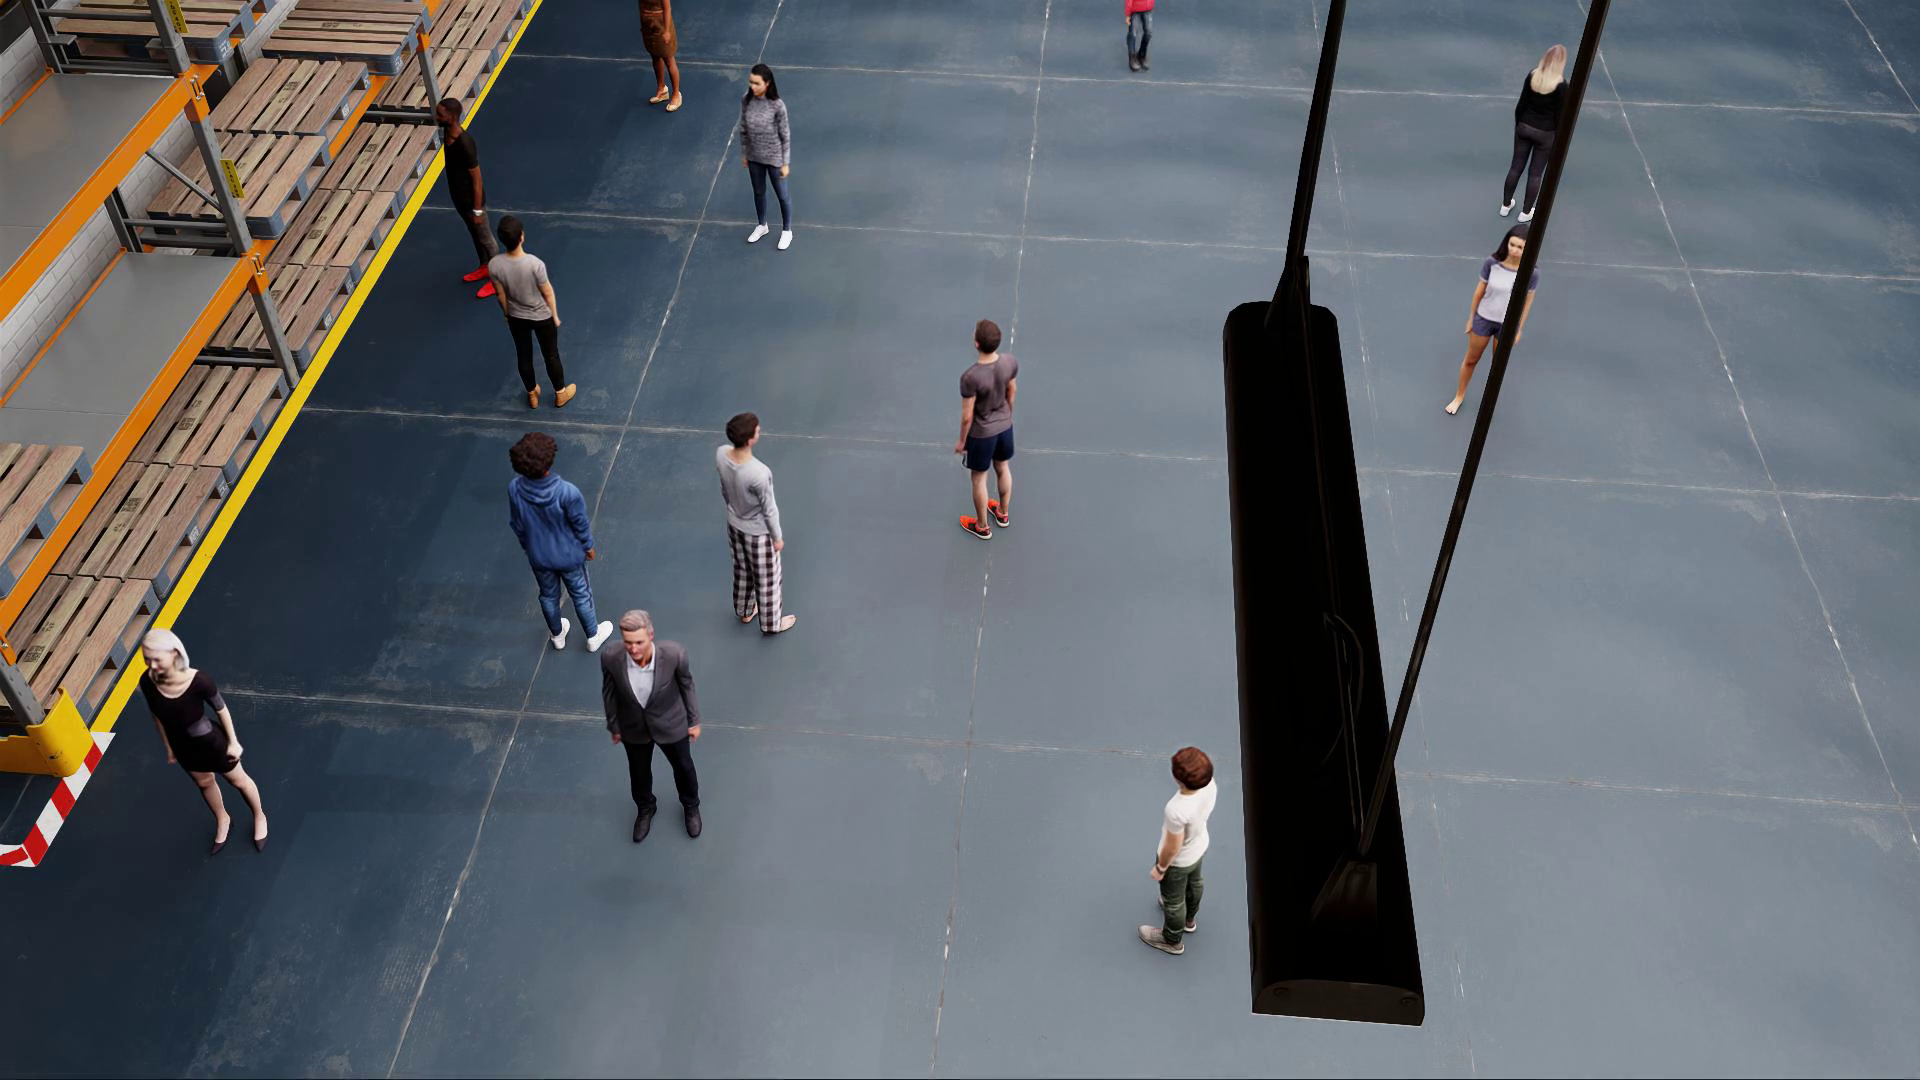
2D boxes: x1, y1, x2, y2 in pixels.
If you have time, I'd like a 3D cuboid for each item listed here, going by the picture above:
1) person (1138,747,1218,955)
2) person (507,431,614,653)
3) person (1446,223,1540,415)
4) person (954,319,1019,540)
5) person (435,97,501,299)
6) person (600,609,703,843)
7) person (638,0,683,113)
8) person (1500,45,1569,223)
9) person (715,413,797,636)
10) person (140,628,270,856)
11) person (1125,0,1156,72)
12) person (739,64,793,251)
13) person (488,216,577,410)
[{"bbox_3d":[1.251,1.736,9.316,0.727,1.654,0.635,29,51,27],"label":"person"},{"bbox_3d":[-2.677,0.033,10.991,0.676,1.809,0.548,5,44,5],"label":"person"},{"bbox_3d":[4.148,-1.688,12.853,0.643,1.734,0.614,16,46,16],"label":"person"},{"bbox_3d":[0.203,-0.781,11.814,0.726,1.853,0.773,-27,50,-25],"label":"person"},{"bbox_3d":[-4.155,-2.925,14.099,0.767,1.806,0.688,-26,50,-25],"label":"person"},{"bbox_3d":[-1.821,1.081,9.867,0.755,1.842,0.657,-3,44,-3],"label":"person"},{"bbox_3d":[-2.986,-5.062,16.427,0.645,1.689,0.679,32,52,29],"label":"person"},{"bbox_3d":[5.174,-3.652,14.949,0.691,1.686,0.728,33,53,30],"label":"person"},{"bbox_3d":[-1.390,-0.098,11.101,0.703,1.848,0.726,31,52,28],"label":"person"},{"bbox_3d":[-4.451,1.183,9.769,0.588,1.829,0.513,0,44,0],"label":"person"},{"bbox_3d":[1.828,-5.493,17.155,0.581,1.308,0.605,-11,45,-11],"label":"person"},{"bbox_3d":[-1.694,-3.388,14.638,0.673,1.732,0.631,17,46,17],"label":"person"},{"bbox_3d":[-3.355,-1.765,12.941,0.604,1.724,0.522,2,44,2],"label":"person"}]
